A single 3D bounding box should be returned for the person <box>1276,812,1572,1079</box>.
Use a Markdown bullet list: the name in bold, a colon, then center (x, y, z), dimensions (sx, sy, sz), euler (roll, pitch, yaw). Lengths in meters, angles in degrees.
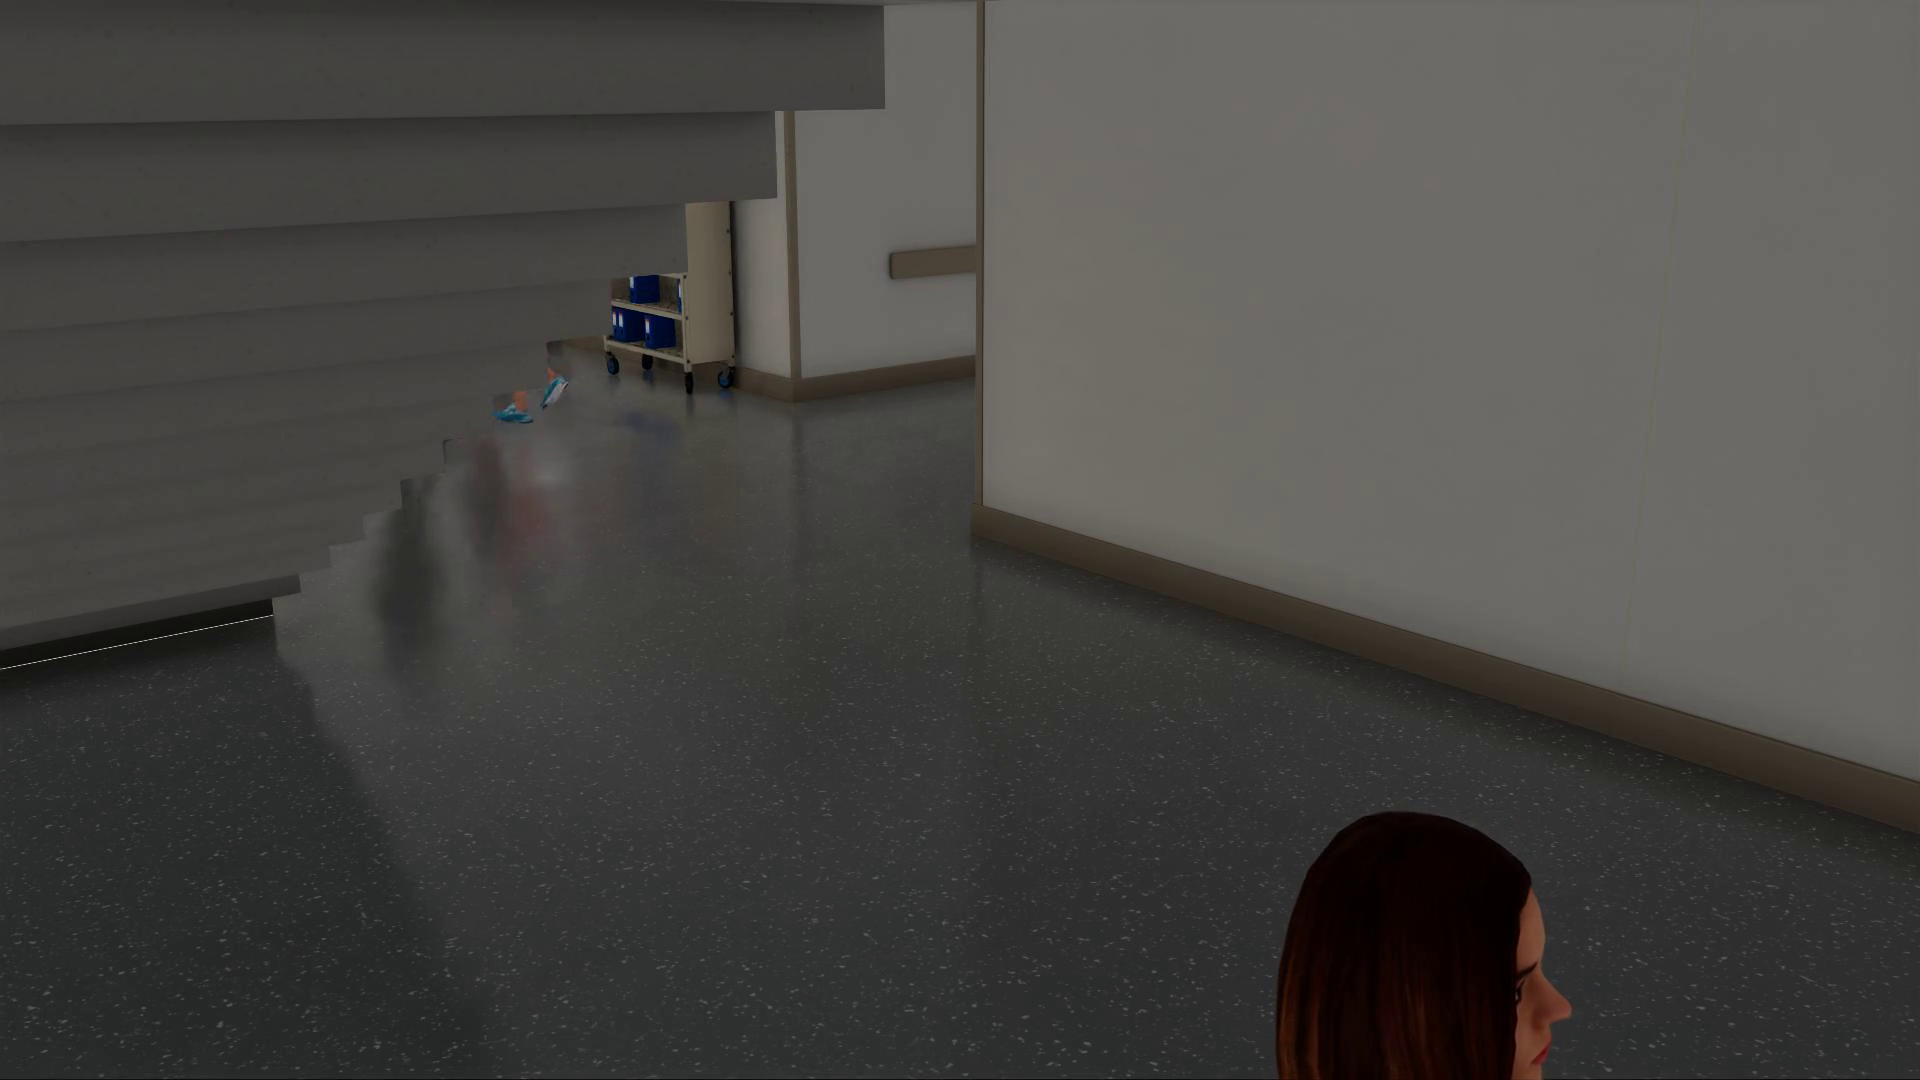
- **person**: center (0.343, 1.042, 1.519), dimensions (0.676, 1.713, 0.675), euler (6, 17, 21)
